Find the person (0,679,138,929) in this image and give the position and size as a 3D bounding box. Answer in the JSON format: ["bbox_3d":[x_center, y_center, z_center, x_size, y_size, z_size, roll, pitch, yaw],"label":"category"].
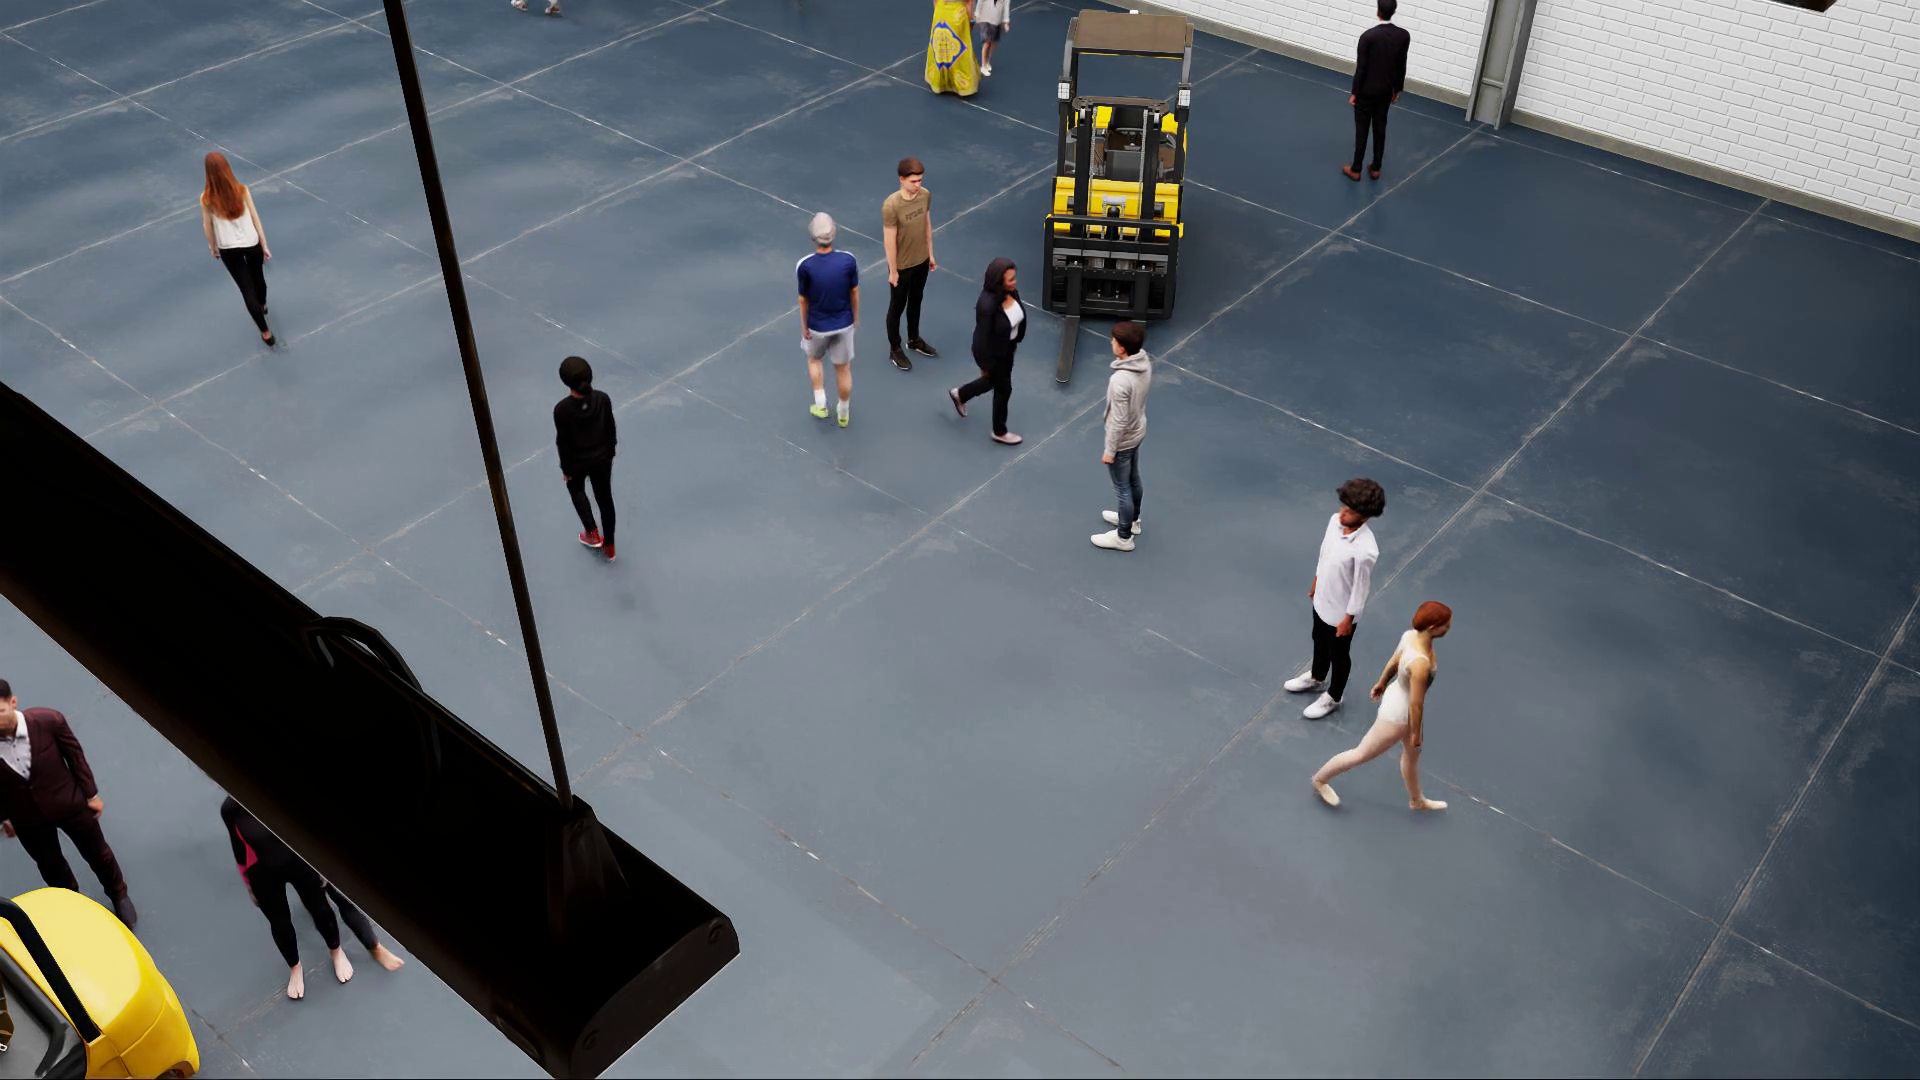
[{"bbox_3d":[-5.015,1.446,9.139,0.774,1.865,0.773,-14,41,-17],"label":"person"}]

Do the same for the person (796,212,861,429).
[{"bbox_3d":[-0.999,-1.664,13.065,0.752,1.826,0.791,-7,39,-9],"label":"person"}]

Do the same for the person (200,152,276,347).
[{"bbox_3d":[-6.102,-2.431,14.146,0.847,1.675,1.139,-20,43,-23],"label":"person"}]

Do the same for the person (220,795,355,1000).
[{"bbox_3d":[-3.599,1.750,8.851,0.650,1.749,0.677,-16,41,-19],"label":"person"}]

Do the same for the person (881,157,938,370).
[{"bbox_3d":[-0.435,-2.337,13.889,0.580,1.850,0.672,32,48,33],"label":"person"}]

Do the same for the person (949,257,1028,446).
[{"bbox_3d":[0.214,-1.506,13.052,1.013,1.596,0.816,15,41,18],"label":"person"}]

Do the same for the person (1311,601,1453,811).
[{"bbox_3d":[2.522,1.015,9.893,1.135,1.598,0.904,8,39,10],"label":"person"}]

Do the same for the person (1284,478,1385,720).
[{"bbox_3d":[2.404,0.358,10.544,0.793,1.812,0.698,-11,40,-14],"label":"person"}]

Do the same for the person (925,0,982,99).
[{"bbox_3d":[-0.081,-5.685,18.234,0.839,1.659,1.002,16,41,19],"label":"person"}]

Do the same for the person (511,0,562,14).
[{"bbox_3d":[-5.140,-7.014,20.202,0.930,1.280,0.585,19,43,23],"label":"person"}]

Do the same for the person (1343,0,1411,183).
[{"bbox_3d":[4.137,-4.496,16.569,0.771,1.878,0.790,-8,39,-9],"label":"person"}]

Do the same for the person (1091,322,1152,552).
[{"bbox_3d":[1.183,-0.738,11.885,0.686,1.851,0.741,14,41,17],"label":"person"}]

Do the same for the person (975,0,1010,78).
[{"bbox_3d":[0.327,-5.912,18.847,0.675,1.248,0.739,-2,39,-3],"label":"person"}]

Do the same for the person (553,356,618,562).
[{"bbox_3d":[-2.600,-0.531,11.776,0.697,1.664,0.705,-20,43,-23],"label":"person"}]
